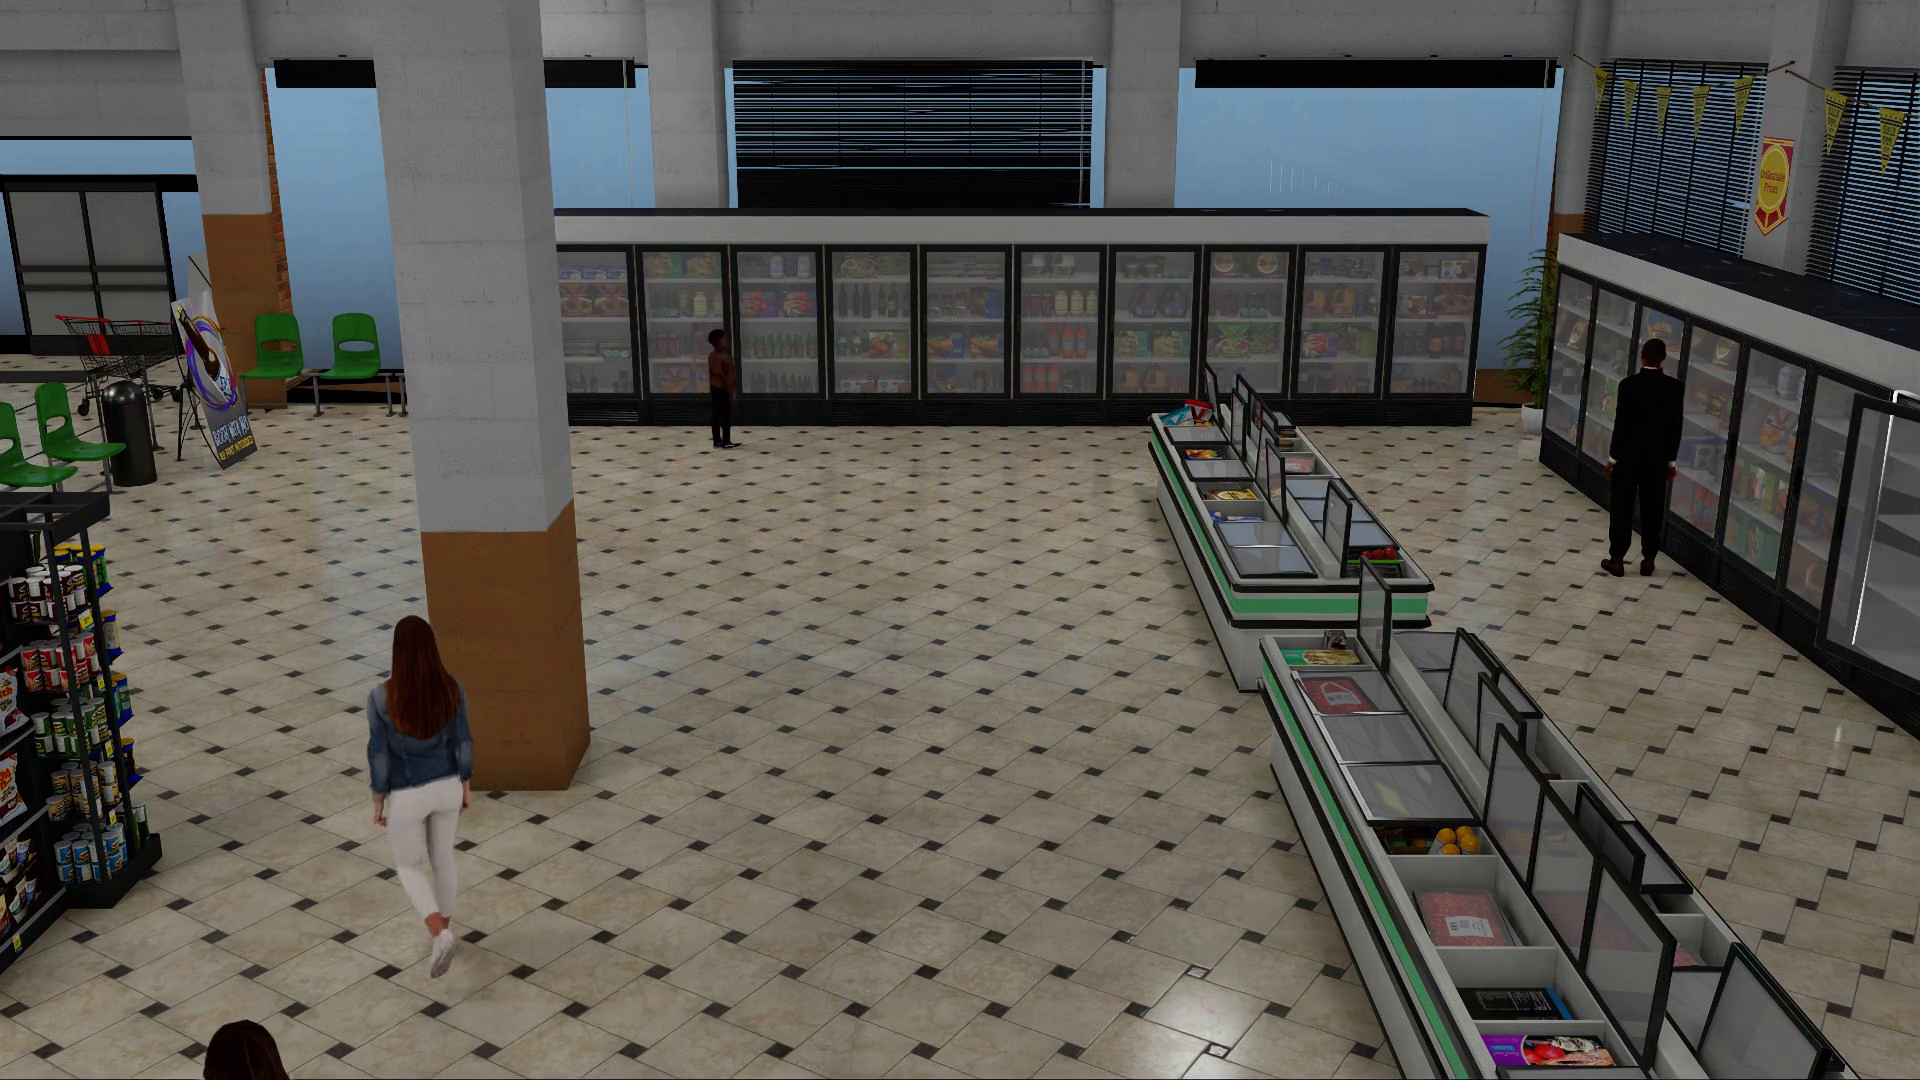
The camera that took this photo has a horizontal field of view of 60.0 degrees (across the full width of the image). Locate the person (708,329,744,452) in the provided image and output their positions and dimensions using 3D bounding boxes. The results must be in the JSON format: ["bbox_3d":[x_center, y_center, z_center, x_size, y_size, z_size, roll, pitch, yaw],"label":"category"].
[{"bbox_3d":[-2.487,-1.565,17.292,0.646,1.253,0.582,-15,23,-41],"label":"person"}]

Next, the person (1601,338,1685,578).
[{"bbox_3d":[5.404,-0.655,13.174,0.718,1.904,0.651,2,17,8],"label":"person"}]

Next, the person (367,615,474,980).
[{"bbox_3d":[-2.392,1.186,7.486,0.892,1.685,1.014,-10,20,-30],"label":"person"}]
